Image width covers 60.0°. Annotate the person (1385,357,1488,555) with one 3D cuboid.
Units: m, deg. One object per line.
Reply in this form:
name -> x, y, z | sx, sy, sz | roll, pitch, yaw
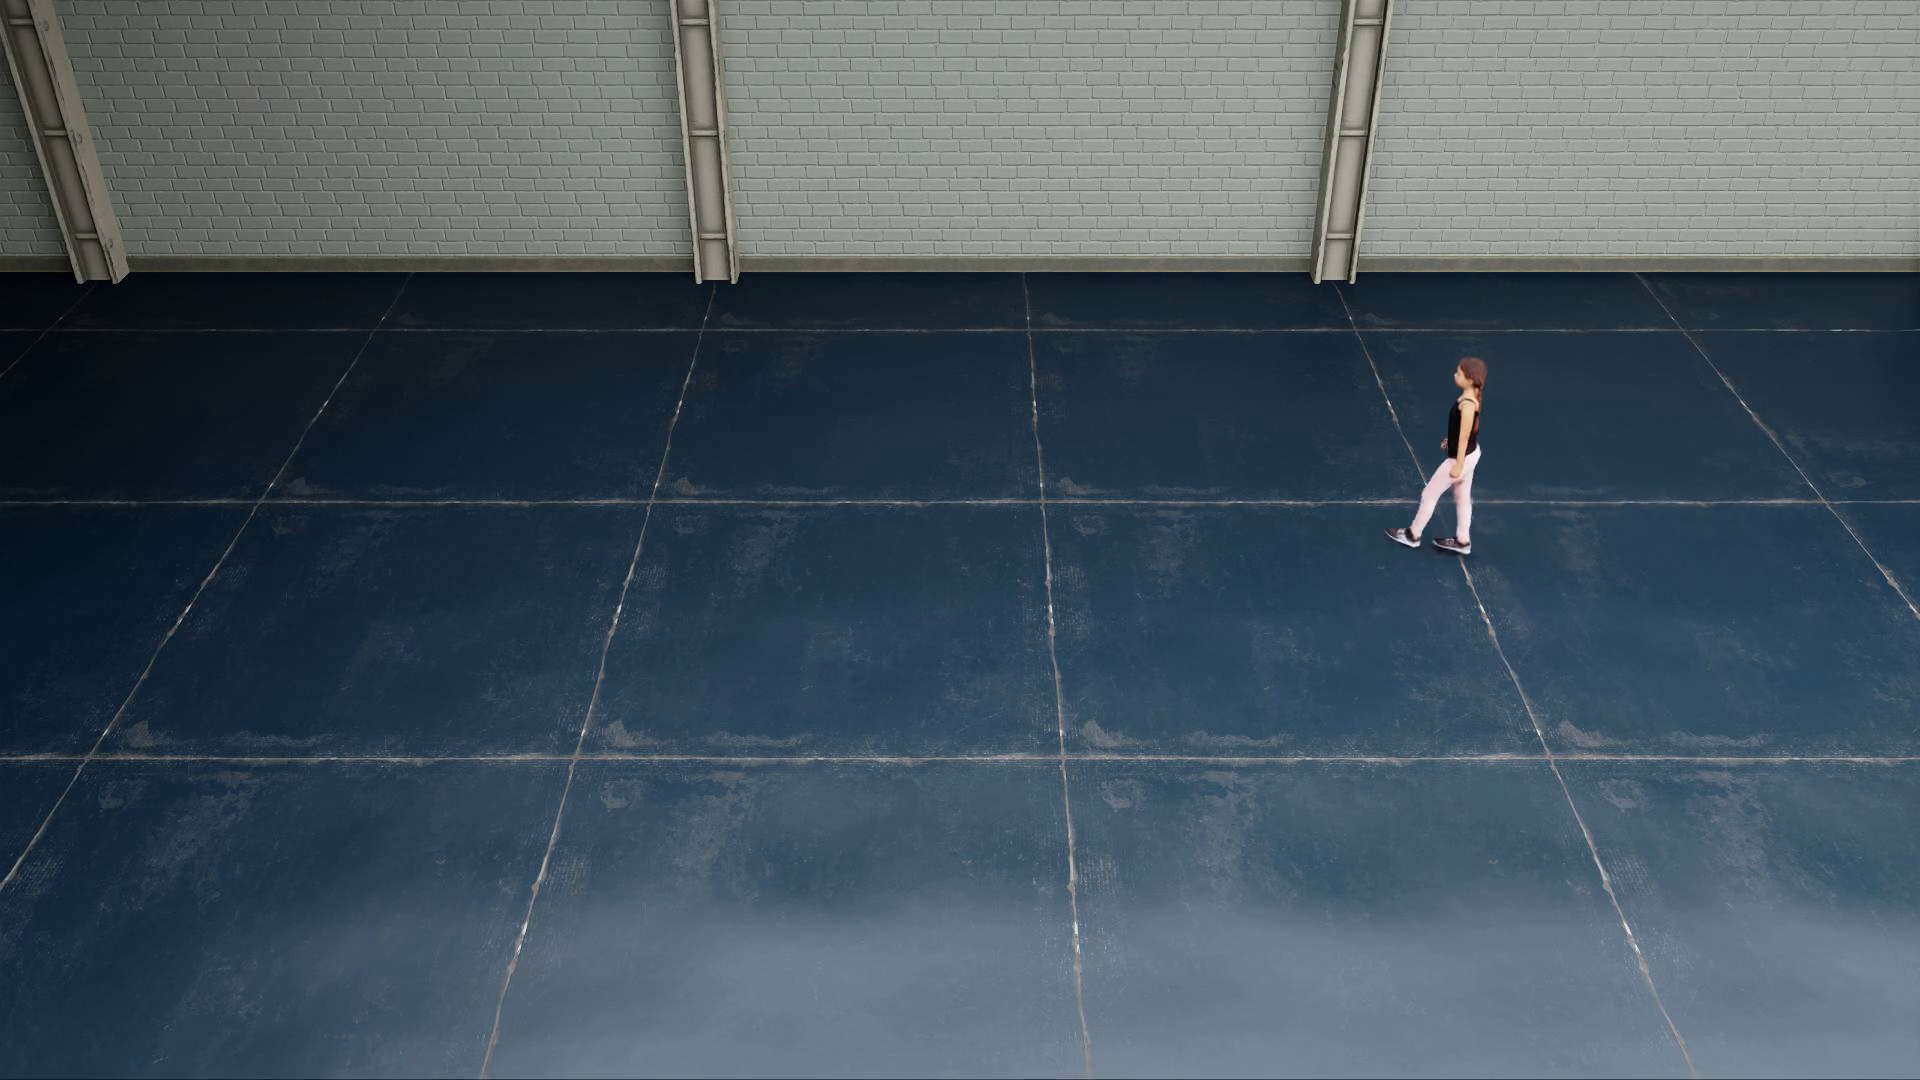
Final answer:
person -> 3.594, -0.559, 11.733 | 0.924, 1.543, 0.777 | 17, 37, 24
